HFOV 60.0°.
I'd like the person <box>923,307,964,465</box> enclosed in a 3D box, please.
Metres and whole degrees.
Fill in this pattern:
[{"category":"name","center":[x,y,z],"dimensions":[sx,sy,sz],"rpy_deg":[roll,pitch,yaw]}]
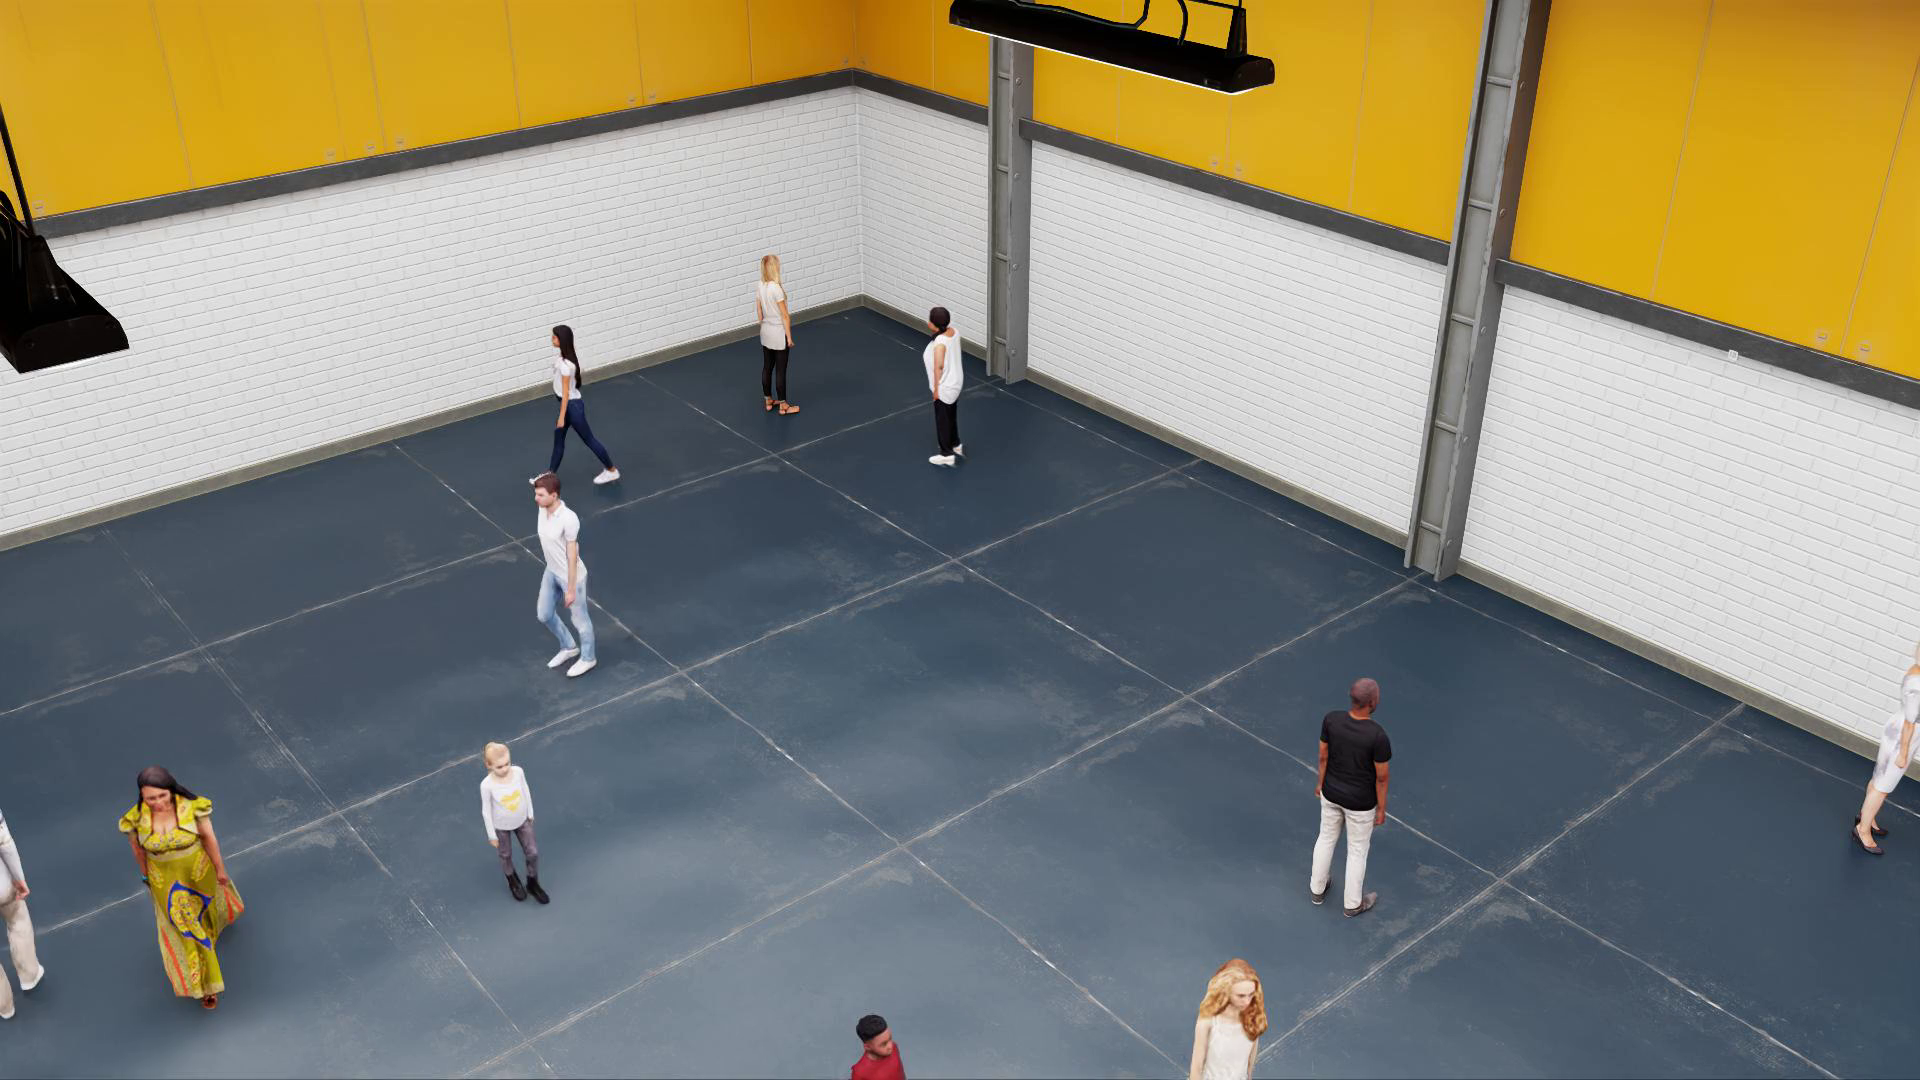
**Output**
[{"category":"person","center":[-0.170,-1.626,17.291],"dimensions":[0.798,1.679,0.771],"rpy_deg":[9,30,16]}]

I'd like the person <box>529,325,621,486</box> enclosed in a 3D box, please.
[{"category":"person","center":[-3.786,-1.298,16.639],"dimensions":[0.971,1.727,1.152],"rpy_deg":[-8,30,-14]}]

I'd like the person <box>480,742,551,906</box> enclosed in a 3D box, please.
[{"category":"person","center":[-3.082,1.881,11.289],"dimensions":[0.522,1.269,0.598],"rpy_deg":[-20,34,-32]}]

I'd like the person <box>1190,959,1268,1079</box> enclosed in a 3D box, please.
[{"category":"person","center":[1.334,2.898,8.954],"dimensions":[0.914,1.720,1.211],"rpy_deg":[-7,29,-13]}]

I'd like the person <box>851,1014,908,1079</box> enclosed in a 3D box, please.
[{"category":"person","center":[-0.520,3.080,9.128],"dimensions":[0.836,1.234,0.654],"rpy_deg":[18,33,29]}]

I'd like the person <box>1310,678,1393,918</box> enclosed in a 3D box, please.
[{"category":"person","center":[2.586,1.707,11.051],"dimensions":[0.606,1.803,0.768],"rpy_deg":[21,35,33]}]

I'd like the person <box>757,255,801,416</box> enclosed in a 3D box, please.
[{"category":"person","center":[-2.046,-2.260,18.300],"dimensions":[0.518,1.827,0.690],"rpy_deg":[22,35,34]}]

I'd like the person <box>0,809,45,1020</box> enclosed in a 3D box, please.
[{"category":"person","center":[-5.998,2.167,10.164],"dimensions":[0.738,1.844,0.692],"rpy_deg":[-20,34,-32]}]

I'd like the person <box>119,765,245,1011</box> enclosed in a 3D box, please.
[{"category":"person","center":[-4.945,2.074,10.581],"dimensions":[0.904,1.610,1.428],"rpy_deg":[-16,32,-27]}]

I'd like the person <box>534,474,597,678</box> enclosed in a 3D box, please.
[{"category":"person","center":[-3.157,0.264,13.660],"dimensions":[0.622,1.838,0.772],"rpy_deg":[21,35,34]}]

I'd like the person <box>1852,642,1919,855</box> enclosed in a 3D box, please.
[{"category":"person","center":[6.613,1.397,11.675],"dimensions":[0.596,1.750,0.622],"rpy_deg":[17,33,29]}]
